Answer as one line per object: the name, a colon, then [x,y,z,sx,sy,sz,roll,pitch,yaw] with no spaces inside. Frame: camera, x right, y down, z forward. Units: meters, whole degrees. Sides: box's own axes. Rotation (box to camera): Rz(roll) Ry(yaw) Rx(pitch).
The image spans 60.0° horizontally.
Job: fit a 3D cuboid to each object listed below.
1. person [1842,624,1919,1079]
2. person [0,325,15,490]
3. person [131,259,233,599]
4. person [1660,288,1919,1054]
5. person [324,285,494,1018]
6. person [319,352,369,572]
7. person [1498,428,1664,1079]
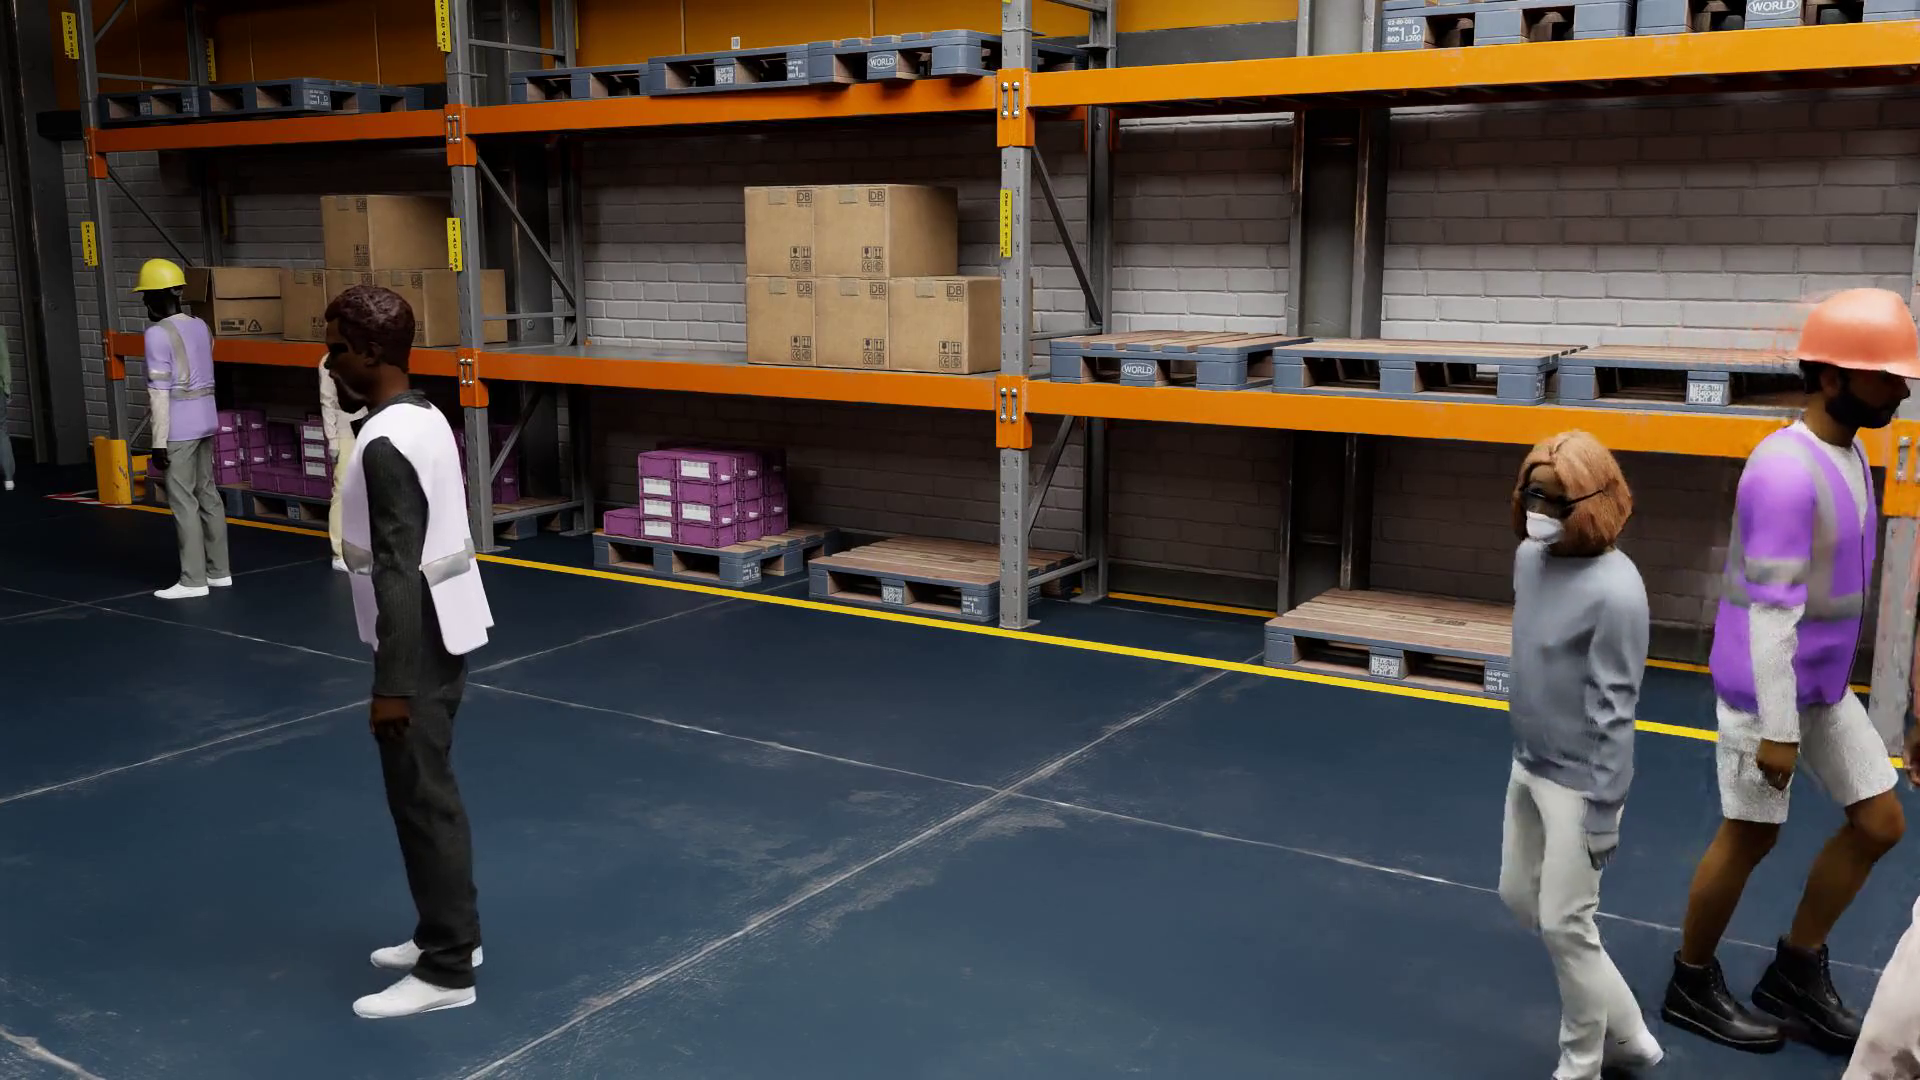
person: [2.359,0.431,3.489,0.962,1.949,0.653,2,10,11]
person: [-7.881,-1.191,13.359,0.283,1.633,0.498,9,14,42]
person: [-4.436,-0.627,9.451,0.397,1.918,0.588,1,10,3]
person: [2.064,0.351,4.021,0.563,1.907,0.613,-10,14,-43]
person: [-1.441,0.291,4.400,0.398,1.908,0.598,-2,10,-12]
person: [-3.705,-0.619,10.220,0.284,1.626,0.495,4,11,23]
person: [1.443,0.541,3.819,0.447,1.610,0.519,-1,10,-8]
